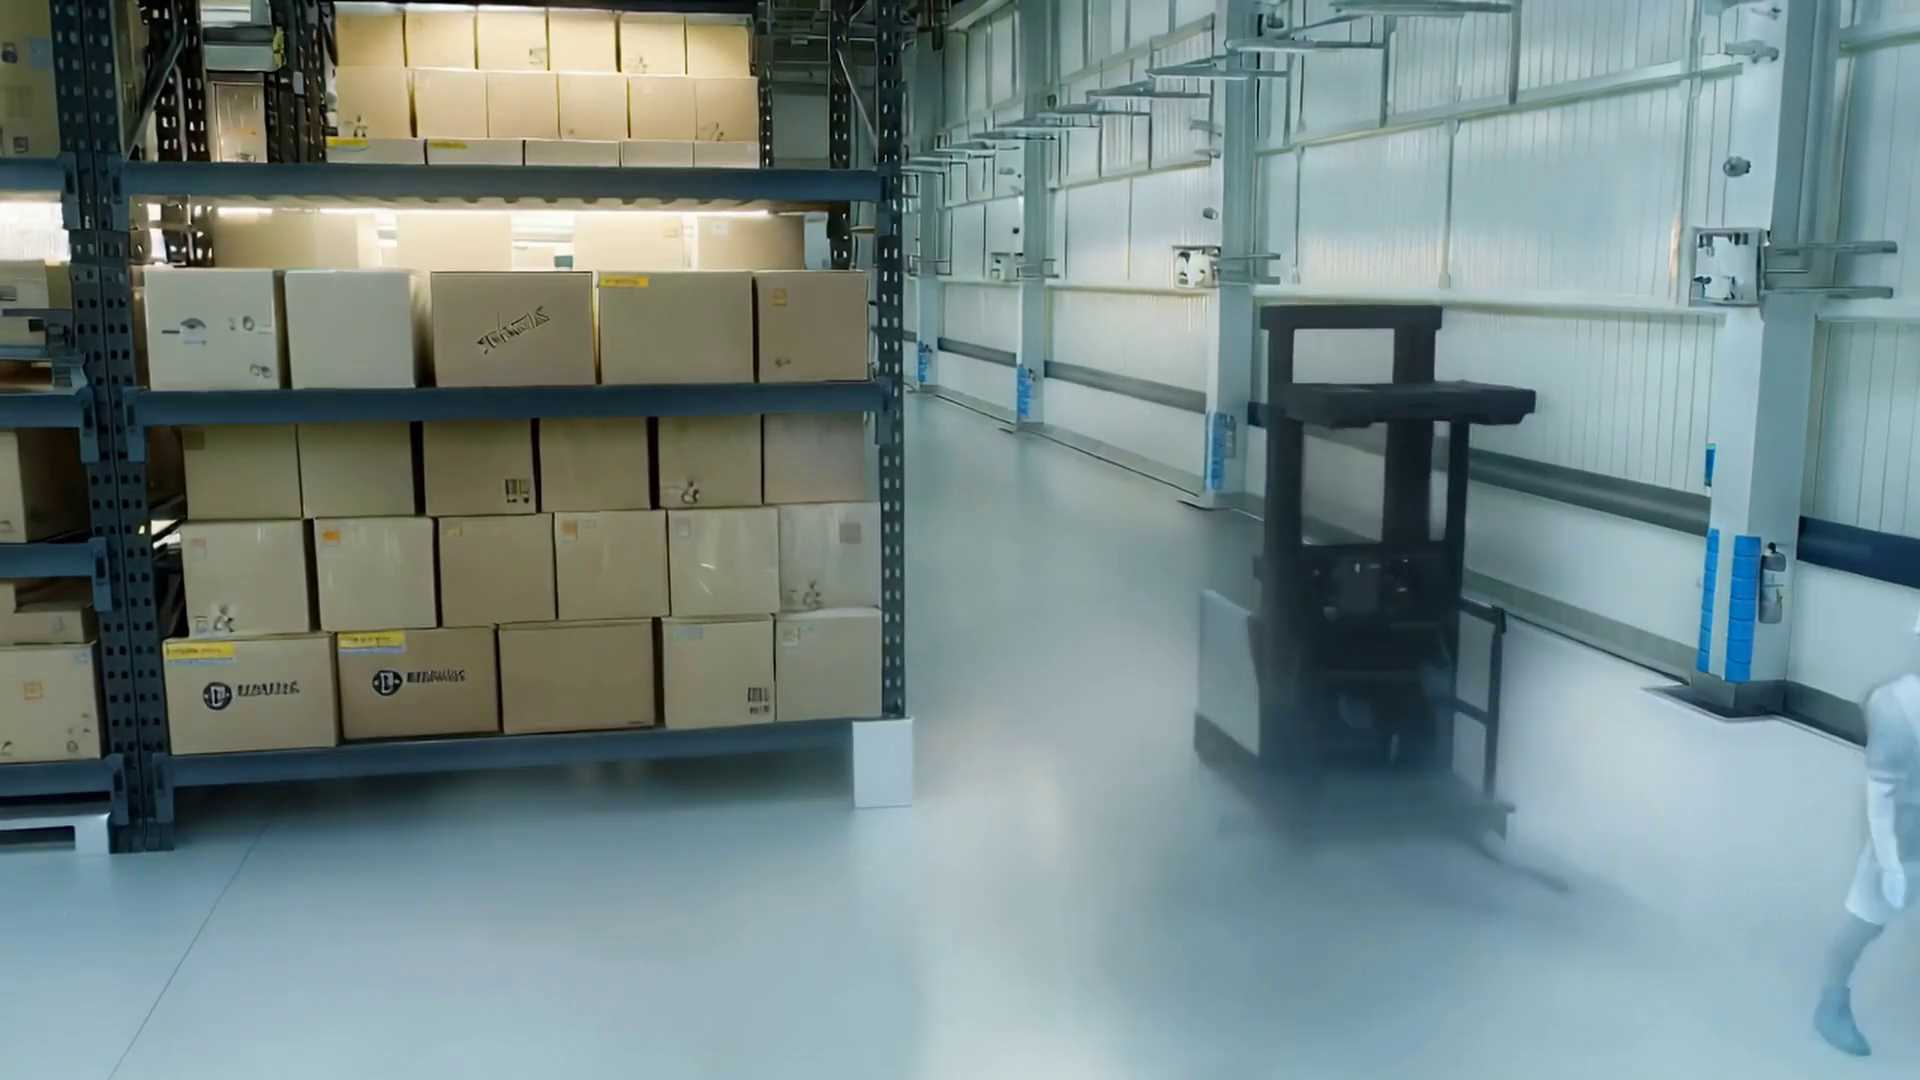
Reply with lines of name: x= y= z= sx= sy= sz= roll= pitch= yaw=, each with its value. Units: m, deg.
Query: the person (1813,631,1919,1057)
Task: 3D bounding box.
person: x=3.547 y=1.112 z=6.083 sx=0.549 sy=1.884 sz=1.043 roll=0 pitch=9 yaw=-3

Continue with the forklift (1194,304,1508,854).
forklift: x=2.128 y=0.083 z=9.296 sx=1.129 sy=2.768 sz=1.873 roll=-2 pitch=10 yaw=-12
